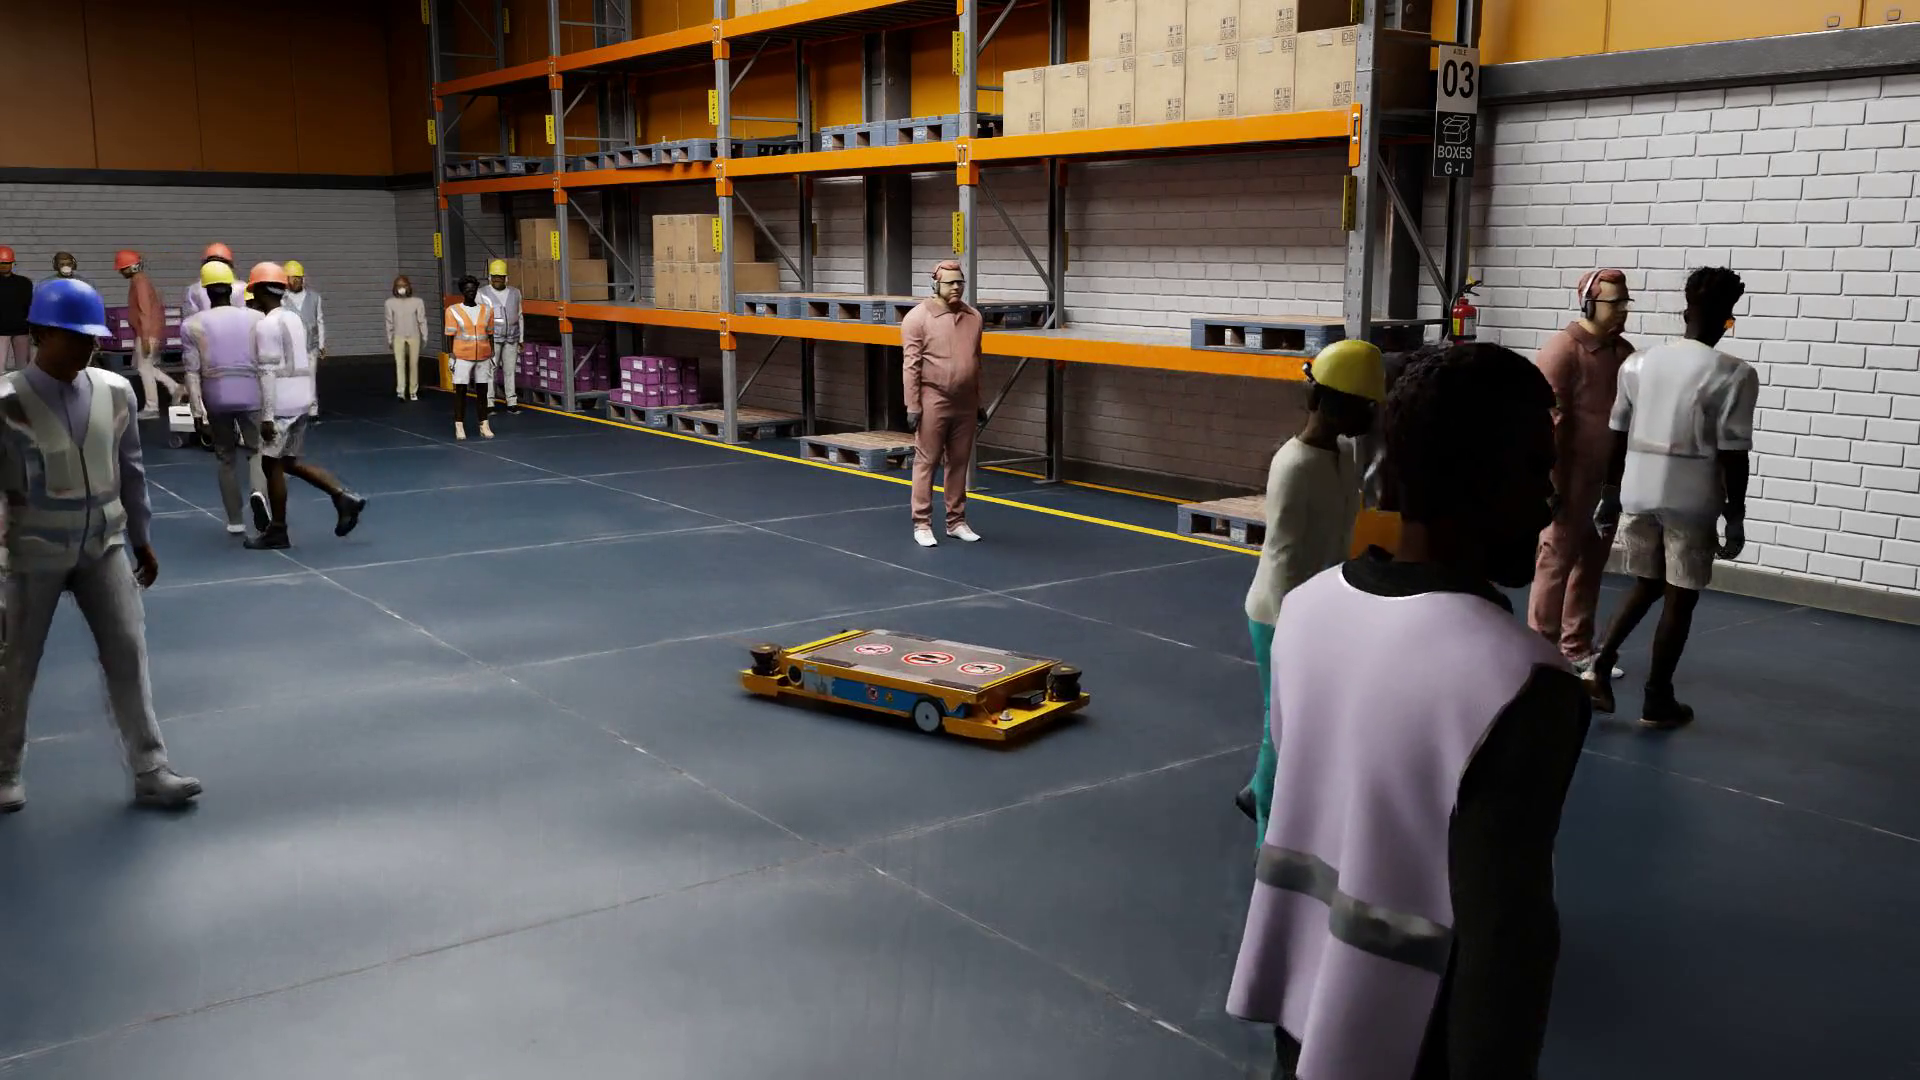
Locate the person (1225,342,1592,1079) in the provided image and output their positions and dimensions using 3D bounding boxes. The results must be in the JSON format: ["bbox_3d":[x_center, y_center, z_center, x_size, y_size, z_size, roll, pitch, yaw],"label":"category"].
[{"bbox_3d":[0.732,0.678,2.307,0.883,1.885,0.620,-4,11,-21],"label":"person"}]

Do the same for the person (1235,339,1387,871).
[{"bbox_3d":[1.089,0.245,5.159,0.452,1.730,0.548,8,13,36],"label":"person"}]

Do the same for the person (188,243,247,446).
[{"bbox_3d":[-7.170,-1.881,16.275,0.635,2.013,0.762,-1,10,-4],"label":"person"}]

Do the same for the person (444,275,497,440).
[{"bbox_3d":[-5.043,-1.881,17.189,0.539,1.695,0.319,-7,12,-35],"label":"person"}]

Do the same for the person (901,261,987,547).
[{"bbox_3d":[-0.077,-0.912,11.174,0.648,1.907,0.401,-7,12,-35],"label":"person"}]

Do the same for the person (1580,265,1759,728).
[{"bbox_3d":[2.944,-0.156,6.873,0.542,1.938,0.625,-6,12,-29],"label":"person"}]

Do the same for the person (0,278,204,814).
[{"bbox_3d":[-3.141,0.041,5.869,0.891,1.891,0.702,6,12,31],"label":"person"}]

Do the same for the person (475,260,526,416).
[{"bbox_3d":[-5.410,-2.380,19.611,0.597,1.827,0.403,-7,12,-35],"label":"person"}]

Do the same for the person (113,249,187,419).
[{"bbox_3d":[-9.359,-2.364,19.175,0.634,1.952,0.676,-5,11,-27],"label":"person"}]

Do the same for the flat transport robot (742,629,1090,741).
[{"bbox_3d":[-0.209,0.601,7.281,1.431,0.197,0.652,7,12,35],"label":"flat transport robot"}]

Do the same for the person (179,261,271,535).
[{"bbox_3d":[-4.978,-0.950,11.389,0.604,1.902,0.658,-5,11,-26],"label":"person"}]

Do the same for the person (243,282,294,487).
[{"bbox_3d":[-5.831,-1.327,14.023,0.531,1.720,0.900,-2,10,-11],"label":"person"}]

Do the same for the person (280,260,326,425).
[{"bbox_3d":[-7.343,-2.176,18.459,0.597,1.831,0.403,-7,12,-35],"label":"person"}]

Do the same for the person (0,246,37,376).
[{"bbox_3d":[-11.238,-2.473,19.678,0.395,1.990,0.619,10,14,44],"label":"person"}]

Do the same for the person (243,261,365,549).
[{"bbox_3d":[-4.406,-0.884,11.025,0.684,1.907,0.566,0,10,-2],"label":"person"}]

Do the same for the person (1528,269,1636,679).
[{"bbox_3d":[2.888,-0.276,7.614,0.648,1.907,0.401,-7,12,-35],"label":"person"}]

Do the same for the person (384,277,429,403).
[{"bbox_3d":[-7.042,-2.543,21.183,0.519,1.589,0.836,-3,11,-17],"label":"person"}]

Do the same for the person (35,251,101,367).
[{"bbox_3d":[-10.155,-2.323,18.985,0.635,1.937,0.353,-9,13,-41],"label":"person"}]

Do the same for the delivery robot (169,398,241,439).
[{"bbox_3d":[-7.427,-1.213,16.383,0.707,0.478,0.477,4,11,19],"label":"delivery robot"}]
